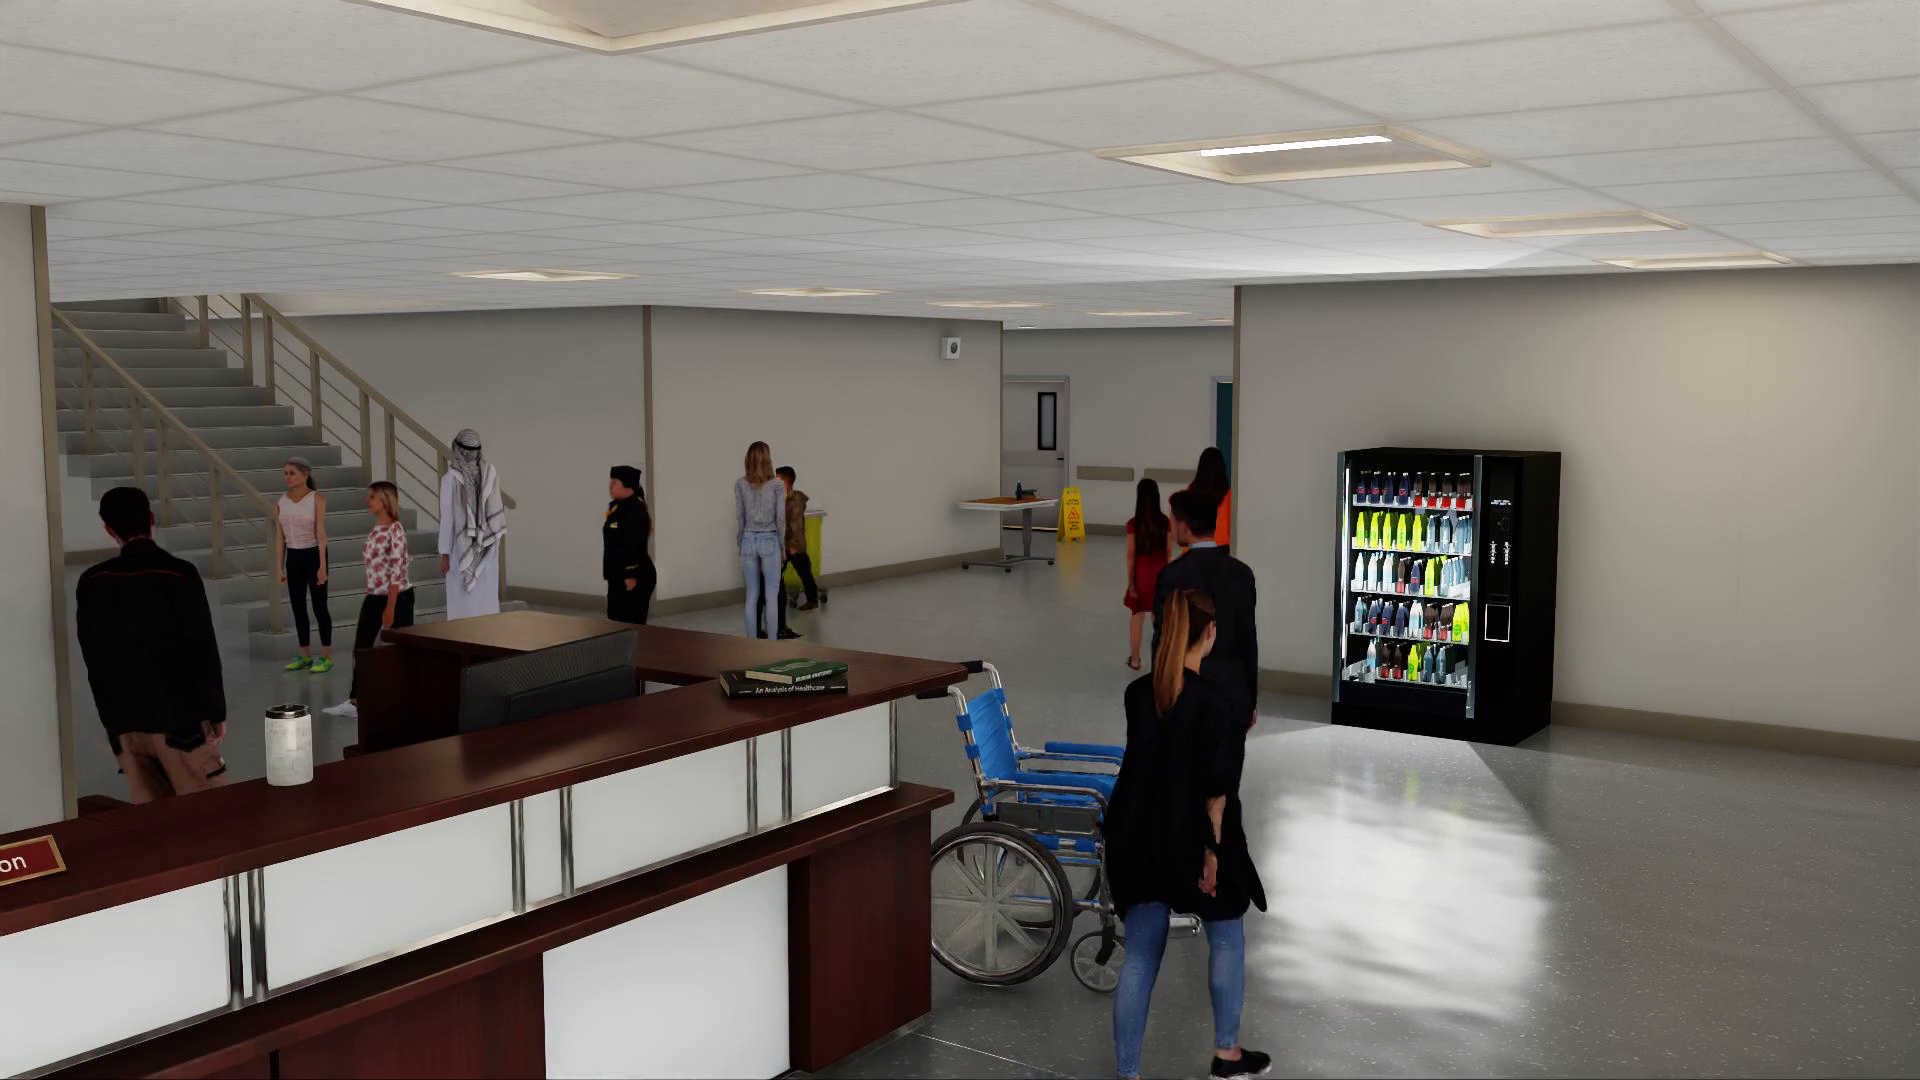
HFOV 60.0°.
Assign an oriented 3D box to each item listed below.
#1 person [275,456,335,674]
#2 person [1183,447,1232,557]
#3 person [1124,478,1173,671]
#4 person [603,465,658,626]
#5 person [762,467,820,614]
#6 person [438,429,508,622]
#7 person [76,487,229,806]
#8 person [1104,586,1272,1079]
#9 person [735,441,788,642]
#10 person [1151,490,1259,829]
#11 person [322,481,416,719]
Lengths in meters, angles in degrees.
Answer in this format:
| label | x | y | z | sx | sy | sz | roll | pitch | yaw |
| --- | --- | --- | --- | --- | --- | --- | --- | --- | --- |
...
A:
| label | x | y | z | sx | sy | sz | roll | pitch | yaw |
| --- | --- | --- | --- | --- | --- | --- | --- | --- | --- |
| person | -5.146 | 0.186 | 13.106 | 0.590 | 1.702 | 0.728 | 1 | 6 | 14 |
| person | 2.033 | 0.125 | 13.615 | 1.075 | 1.720 | 0.829 | 3 | 6 | 24 |
| person | 1.475 | 0.318 | 12.700 | 1.047 | 1.518 | 1.015 | 0 | 6 | -3 |
| person | -2.369 | 0.288 | 12.306 | 0.982 | 1.658 | 0.947 | -3 | 6 | -24 |
| person | -1.554 | 0.024 | 16.120 | 0.872 | 1.420 | 0.974 | -4 | 7 | -34 |
| person | -3.763 | 0.101 | 12.825 | 0.658 | 1.927 | 0.696 | 5 | 8 | 41 |
| person | -3.160 | 0.761 | 6.465 | 0.996 | 1.886 | 1.038 | 1 | 6 | 5 |
| person | 0.614 | 1.002 | 5.225 | 0.730 | 1.655 | 0.810 | -6 | 8 | -44 |
| person | -1.635 | 0.082 | 13.665 | 0.551 | 1.796 | 0.707 | 2 | 6 | 16 |
| person | 1.061 | 0.725 | 7.015 | 0.864 | 1.849 | 0.924 | -1 | 6 | -7 |
| person | -3.788 | 0.417 | 11.270 | 0.840 | 1.609 | 0.721 | 5 | 8 | 42 |
